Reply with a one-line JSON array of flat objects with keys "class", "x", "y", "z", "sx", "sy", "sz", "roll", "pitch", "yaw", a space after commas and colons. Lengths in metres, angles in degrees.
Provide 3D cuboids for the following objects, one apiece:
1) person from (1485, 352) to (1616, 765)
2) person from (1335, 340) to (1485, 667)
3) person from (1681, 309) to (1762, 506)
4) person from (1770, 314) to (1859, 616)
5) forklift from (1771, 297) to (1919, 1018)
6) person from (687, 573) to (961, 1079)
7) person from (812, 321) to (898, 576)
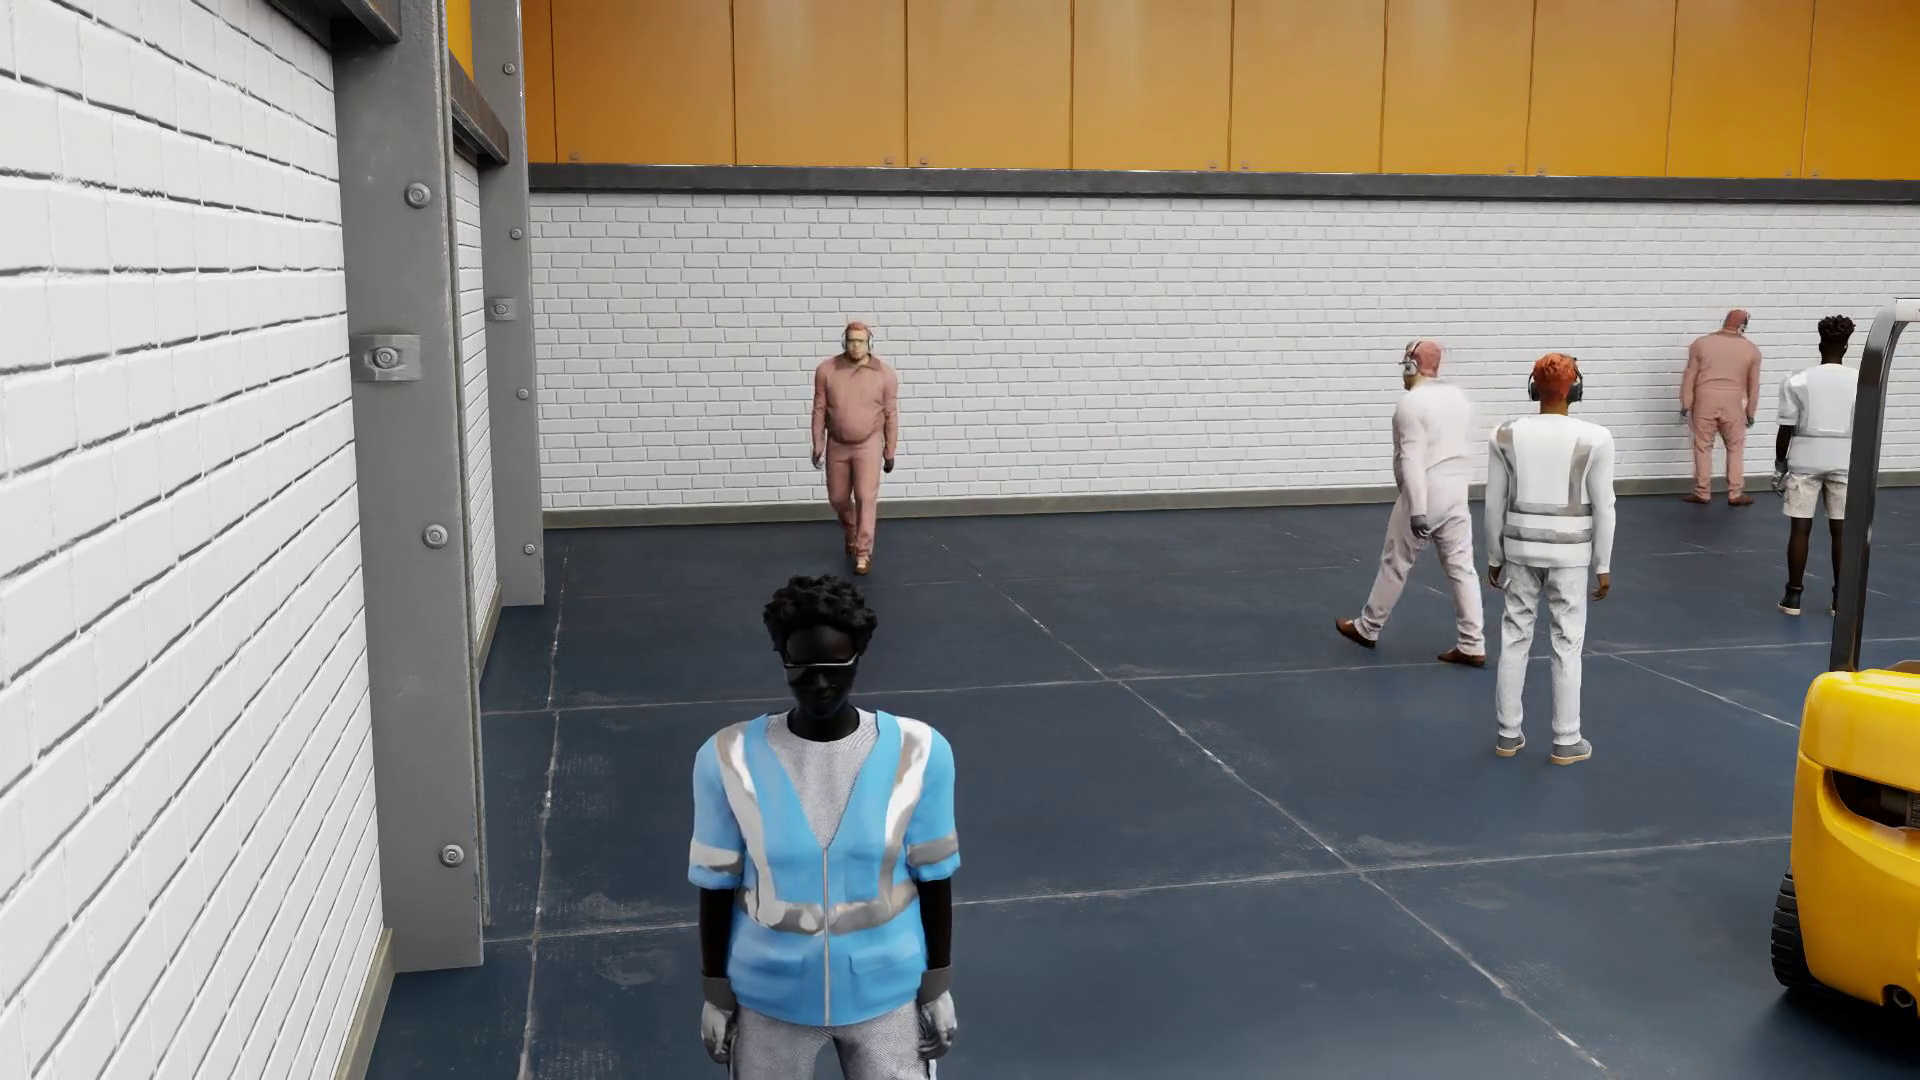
[{"class": "person", "x": 2.695, "y": 0.087, "z": 7.622, "sx": 0.576, "sy": 1.884, "sz": 0.352, "roll": 6, "pitch": 11, "yaw": 34}, {"class": "person", "x": 2.663, "y": -0.227, "z": 9.640, "sx": 0.647, "sy": 1.843, "sz": 1.009, "roll": -7, "pitch": 11, "yaw": -36}, {"class": "person", "x": 7.288, "y": -1.260, "z": 15.911, "sx": 0.728, "sy": 1.873, "sz": 0.444, "roll": 3, "pitch": 10, "yaw": 18}, {"class": "person", "x": 5.622, "y": -0.479, "z": 10.825, "sx": 0.613, "sy": 1.963, "sz": 0.362, "roll": 4, "pitch": 10, "yaw": 21}, {"class": "forklift", "x": 3.542, "y": 0.334, "z": 5.177, "sx": 2.313, "sy": 2.155, "sz": 1.214, "roll": -9, "pitch": 13, "yaw": -43}, {"class": "person", "x": -0.265, "y": 0.893, "z": 3.297, "sx": 0.536, "sy": 1.694, "sz": 0.319, "roll": -1, "pitch": 9, "yaw": -5}, {"class": "person", "x": -0.780, "y": -0.715, "z": 12.524, "sx": 0.640, "sy": 1.877, "sz": 0.805, "roll": 1, "pitch": 9, "yaw": 7}]
